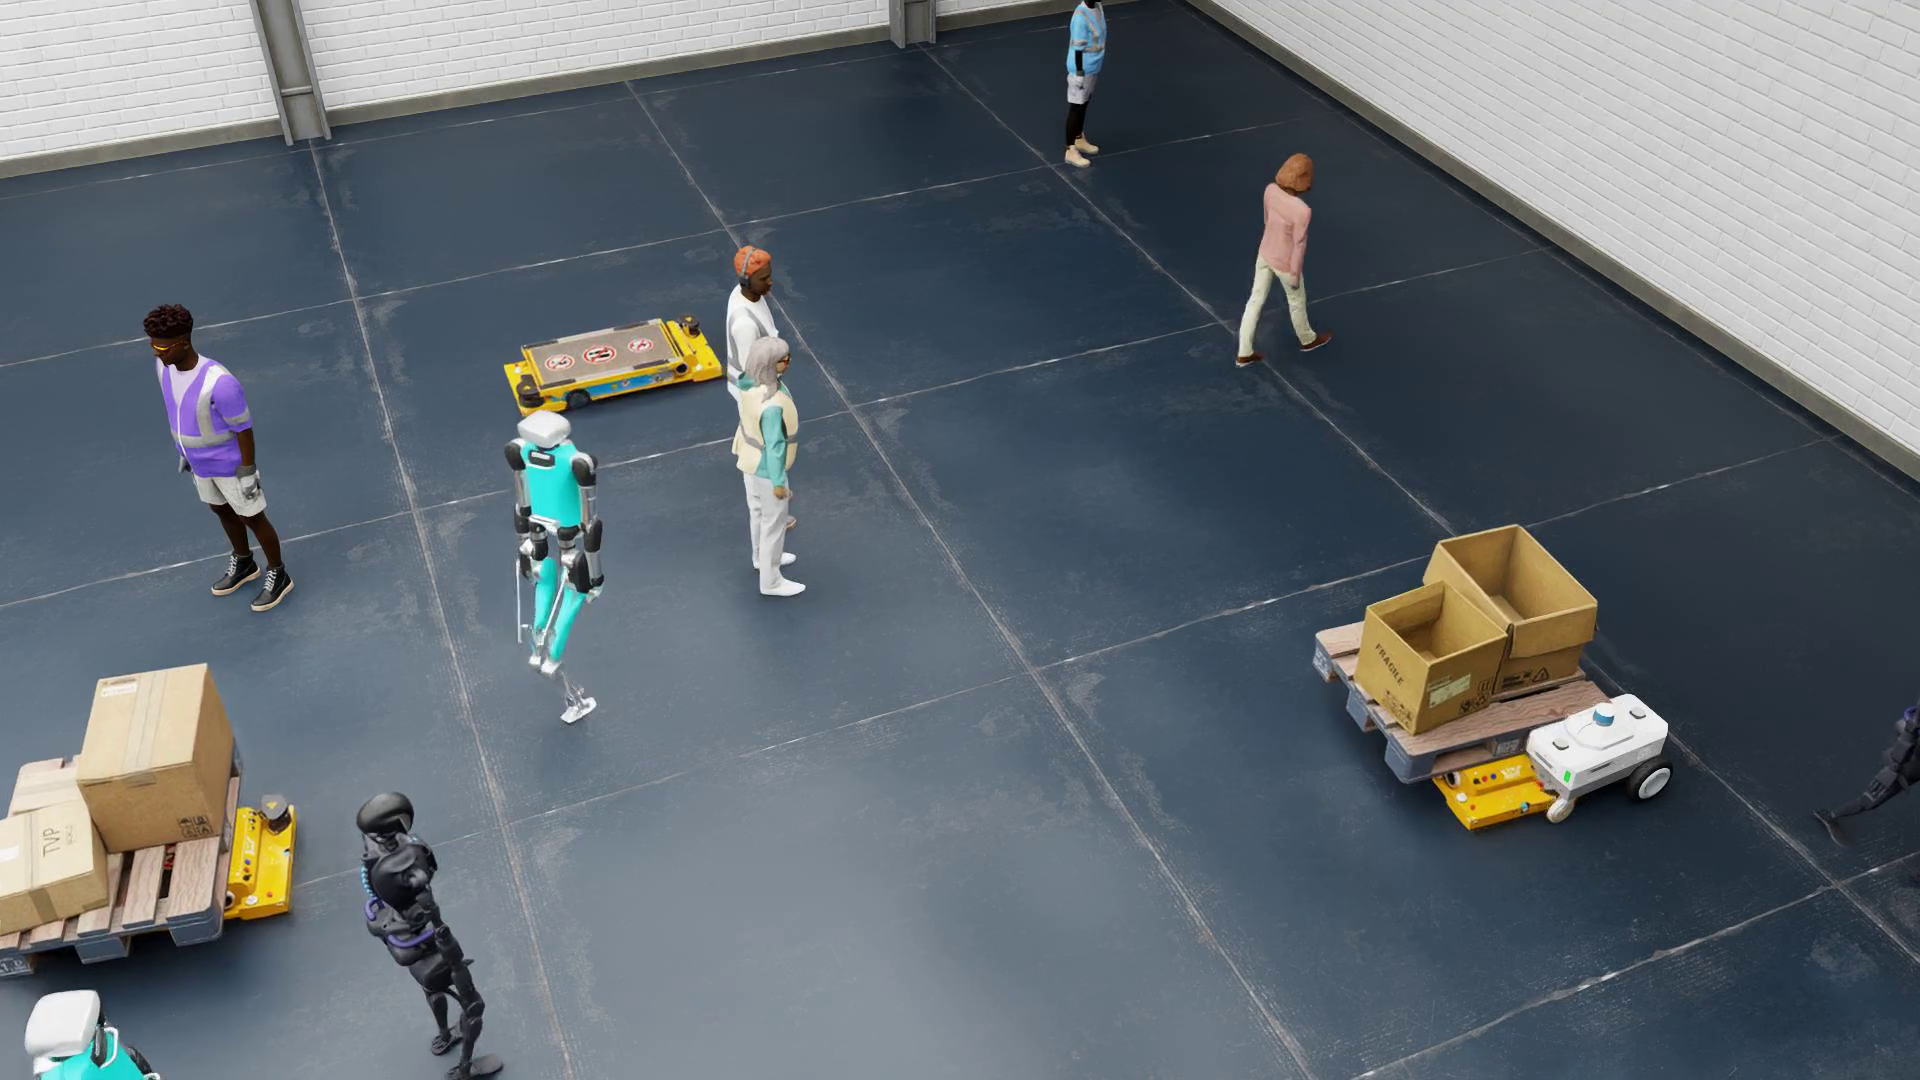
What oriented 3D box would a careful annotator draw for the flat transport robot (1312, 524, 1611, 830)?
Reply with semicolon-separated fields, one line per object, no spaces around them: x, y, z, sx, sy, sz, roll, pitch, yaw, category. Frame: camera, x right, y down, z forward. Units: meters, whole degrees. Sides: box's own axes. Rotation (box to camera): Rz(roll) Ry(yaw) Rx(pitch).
2.678;0.945;9.044;0.659;0.231;1.431;-12;39;-15;flat transport robot

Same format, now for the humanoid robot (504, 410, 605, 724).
-2.204;0.251;8.778;0.563;1.810;0.768;16;40;19;humanoid robot

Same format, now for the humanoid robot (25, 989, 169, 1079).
-2.762;2.251;6.212;0.804;1.851;0.538;-12;39;-16;humanoid robot

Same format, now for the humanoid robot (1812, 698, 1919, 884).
4.621;0.984;7.870;0.610;1.623;0.753;-11;39;-14;humanoid robot

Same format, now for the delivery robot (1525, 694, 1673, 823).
3.296;1.092;8.625;0.794;0.603;0.499;-17;41;-20;delivery robot

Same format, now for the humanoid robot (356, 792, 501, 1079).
-2.263;1.642;6.980;0.596;1.651;0.337;31;47;34;humanoid robot

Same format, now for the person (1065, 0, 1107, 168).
1.096;-4.107;14.446;0.320;1.695;0.536;13;39;16;person

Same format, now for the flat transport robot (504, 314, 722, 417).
-2.490;-1.256;11.908;1.431;0.231;0.659;-14;40;-18;flat transport robot

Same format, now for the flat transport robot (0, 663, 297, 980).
-4.025;1.653;8.121;1.431;0.231;0.659;-9;38;-11;flat transport robot

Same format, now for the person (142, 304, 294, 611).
-4.249;-0.470;9.494;0.611;1.964;0.362;19;41;22;person

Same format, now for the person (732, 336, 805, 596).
-1.117;-0.431;9.658;0.375;1.699;0.478;-11;39;-13;person

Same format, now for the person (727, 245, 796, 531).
-1.233;-0.927;10.157;0.360;1.882;0.573;-3;38;-4;person

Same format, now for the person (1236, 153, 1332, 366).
2.347;-1.997;11.774;0.815;1.595;0.518;-20;42;-24;person
